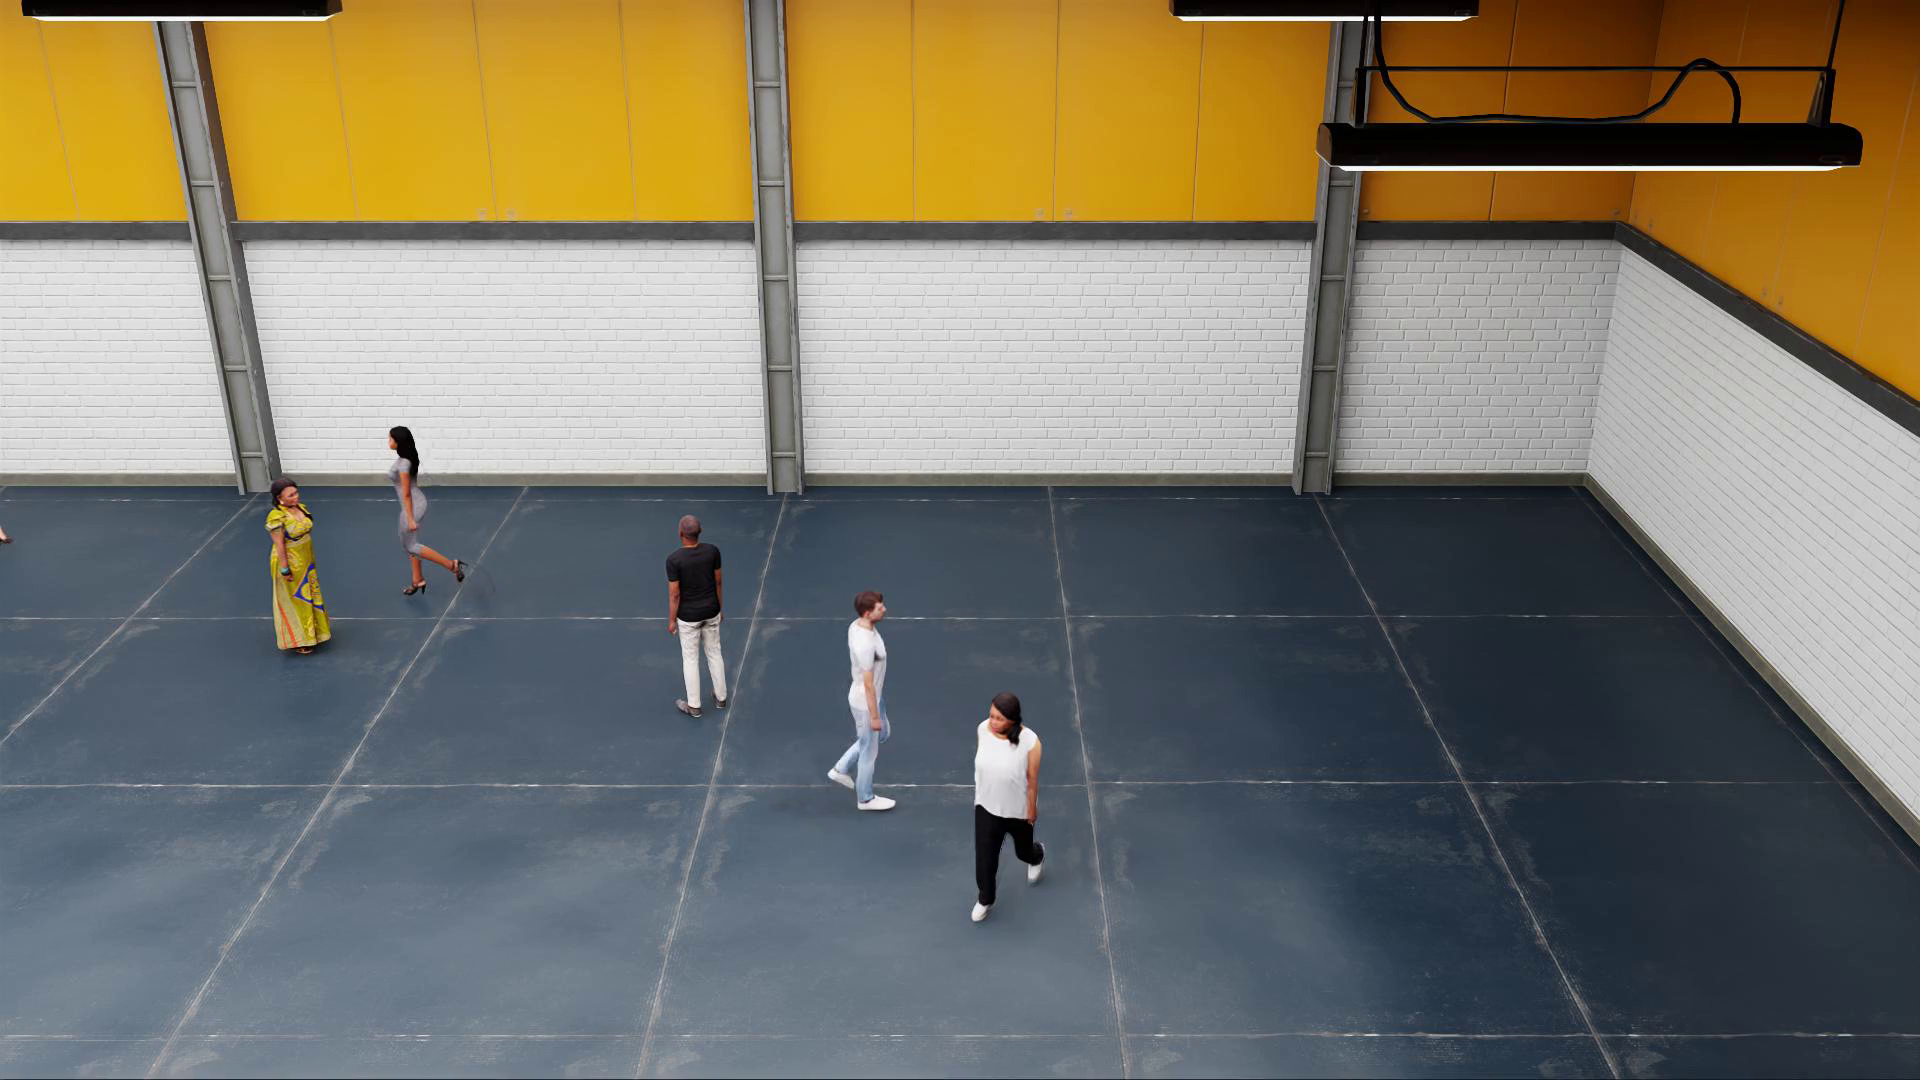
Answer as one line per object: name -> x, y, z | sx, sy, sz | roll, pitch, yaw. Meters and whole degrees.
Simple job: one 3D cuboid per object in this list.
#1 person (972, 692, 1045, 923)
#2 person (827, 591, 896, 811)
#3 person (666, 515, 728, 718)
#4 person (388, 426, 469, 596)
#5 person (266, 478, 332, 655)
person -> 0.352, 1.795, 11.509 | 1.059, 1.664, 1.016 | 13, 27, 28
person -> -0.795, 1.229, 12.581 | 0.759, 1.842, 0.676 | -2, 24, -5
person -> -2.207, 0.630, 13.997 | 0.730, 1.805, 0.824 | -15, 28, -31
person -> -5.189, -0.252, 16.068 | 0.898, 1.762, 0.613 | -1, 24, -3
person -> -6.060, 0.204, 15.153 | 0.802, 1.659, 0.879 | 3, 24, 6
